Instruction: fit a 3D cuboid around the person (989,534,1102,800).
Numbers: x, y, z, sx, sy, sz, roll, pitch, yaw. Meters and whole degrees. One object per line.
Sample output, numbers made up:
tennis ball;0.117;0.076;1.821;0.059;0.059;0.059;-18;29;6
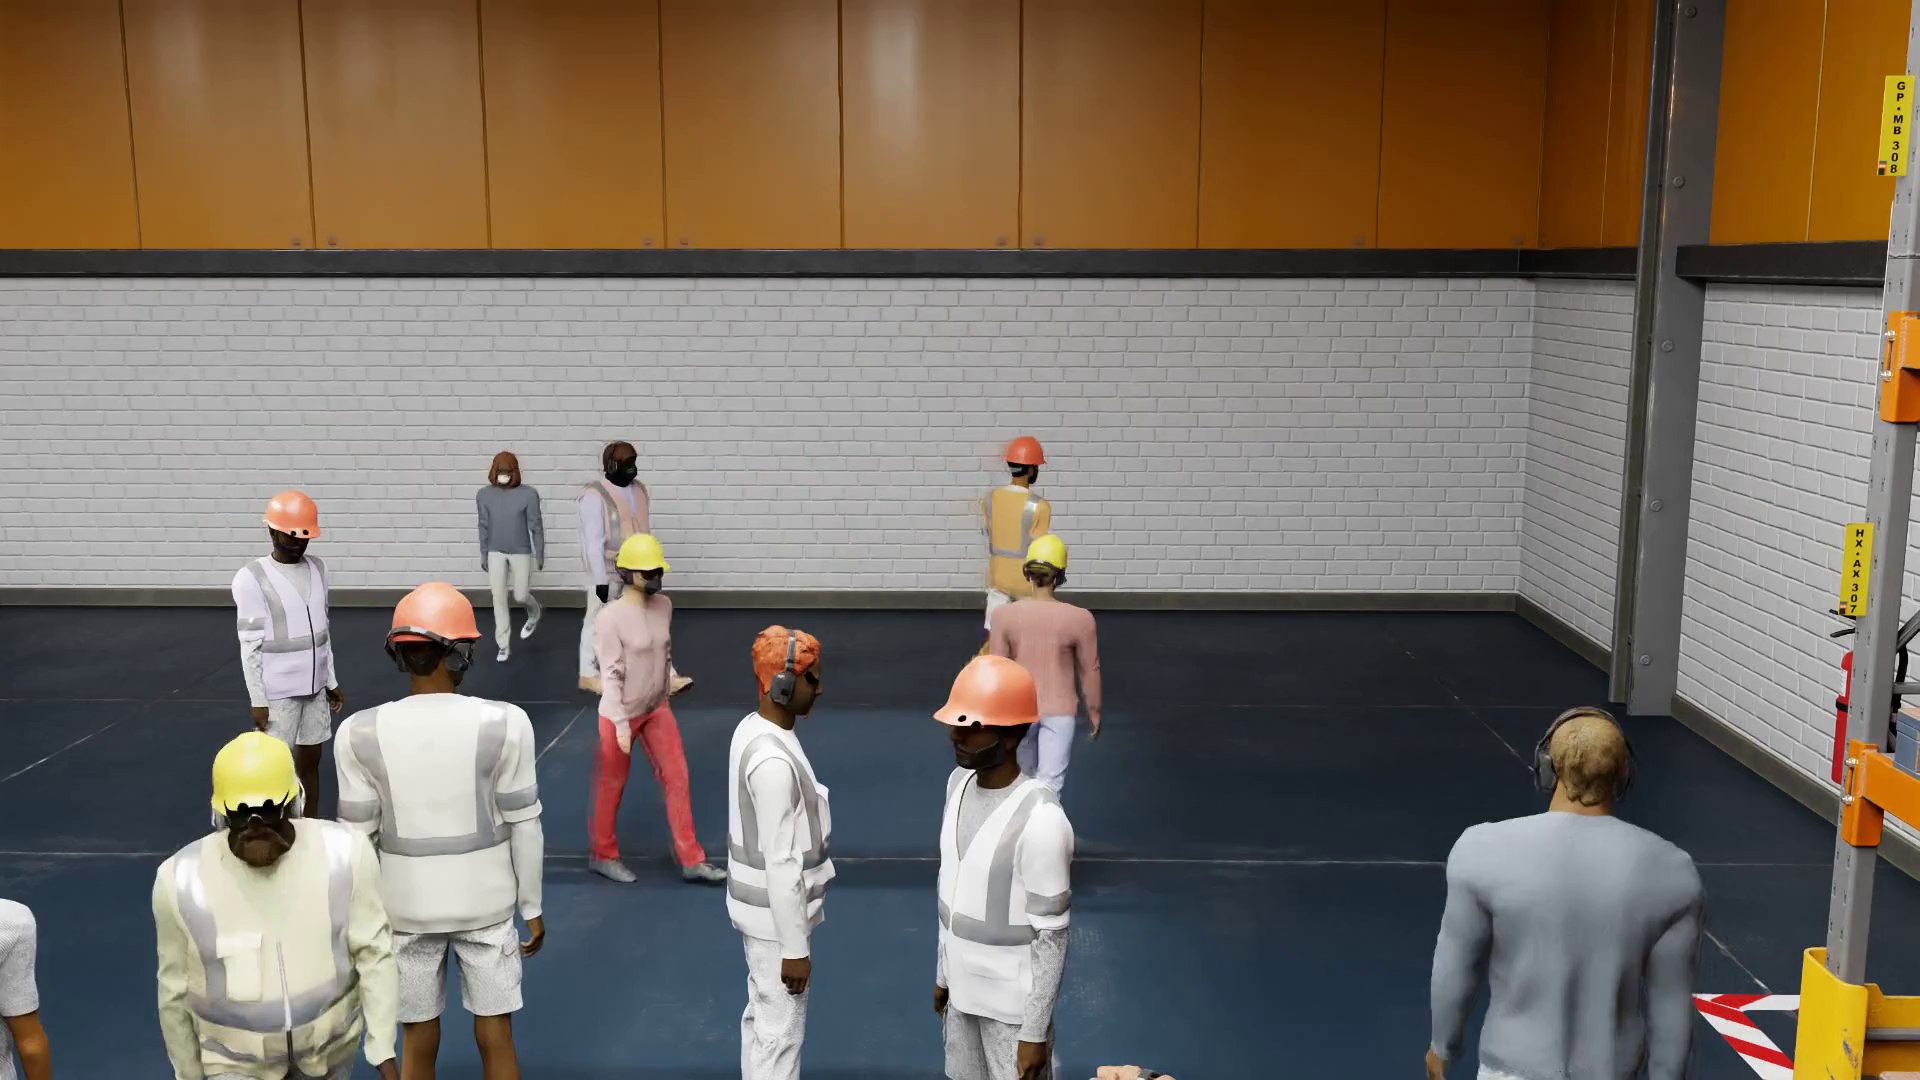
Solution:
person;0.413;0.832;8.062;0.538;1.712;0.963;2;10;13

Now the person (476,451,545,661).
person;-3.435;0.091;12.822;0.505;1.608;0.624;0;9;2

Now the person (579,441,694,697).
person;-2.316;0.216;11.516;0.976;1.790;0.650;6;11;31

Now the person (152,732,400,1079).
person;-1.806;1.396;4.476;0.592;1.785;0.896;-5;11;-29

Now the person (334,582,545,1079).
person;-1.611;1.143;5.236;0.605;2.037;0.394;-1;10;-9

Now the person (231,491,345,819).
person;-3.247;0.712;8.149;0.374;1.928;0.542;4;10;24

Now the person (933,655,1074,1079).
person;0.087;1.274;4.738;0.354;1.942;0.545;-6;11;-33

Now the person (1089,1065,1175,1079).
person;0.324;1.720;2.969;0.306;1.639;0.523;3;10;15

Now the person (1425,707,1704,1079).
person;1.560;1.377;4.269;0.634;1.905;0.962;0;9;2

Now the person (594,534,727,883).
person;-1.465;0.838;7.972;0.831;1.733;0.553;6;11;31

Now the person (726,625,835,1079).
person;-0.566;1.203;5.332;0.356;1.887;0.573;-2;10;-13

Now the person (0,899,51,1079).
person;-2.408;1.444;3.952;0.515;1.866;0.333;-2;10;-14

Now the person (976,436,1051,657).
person;0.346;0.271;10.856;0.542;1.909;0.926;7;12;35
